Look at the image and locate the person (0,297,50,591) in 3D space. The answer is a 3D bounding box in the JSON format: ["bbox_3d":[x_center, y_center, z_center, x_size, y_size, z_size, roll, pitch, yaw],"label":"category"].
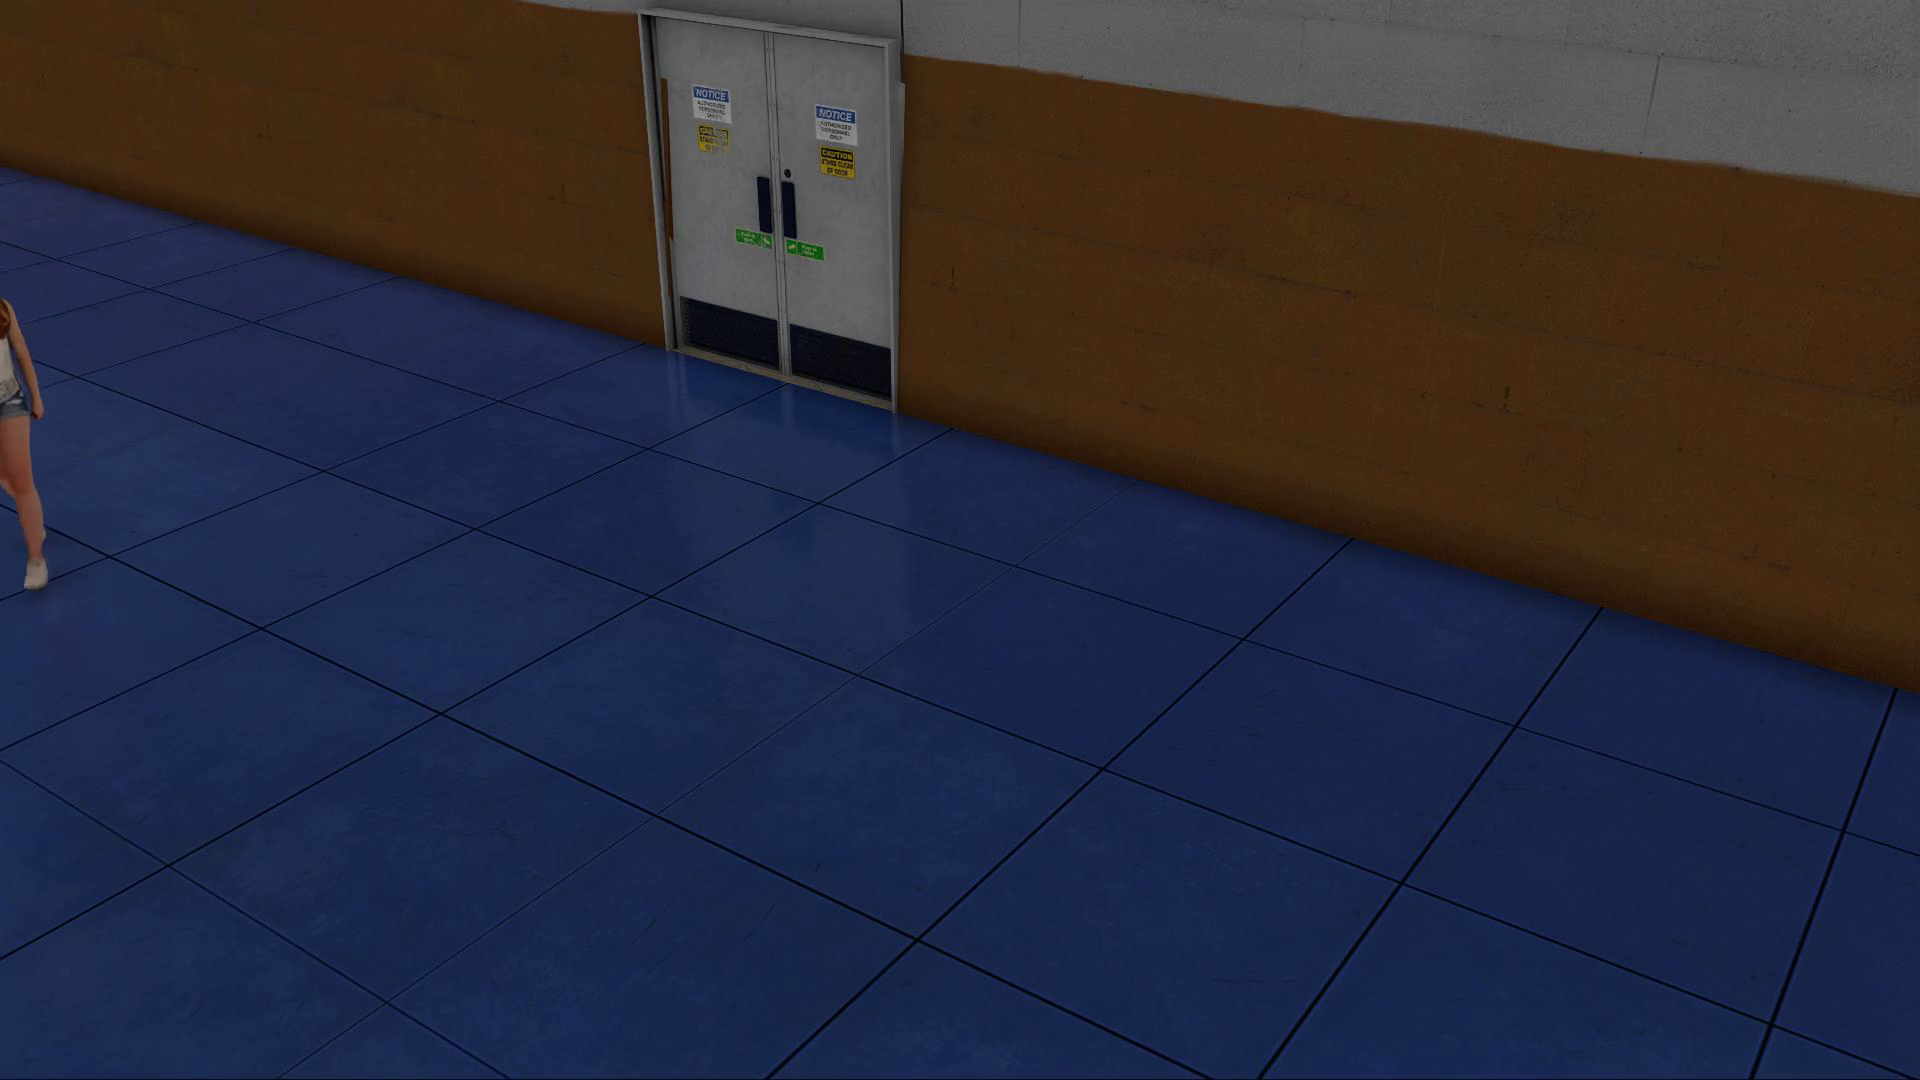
[{"bbox_3d":[-4.888,-0.670,8.429,1.117,1.719,1.056,-10,29,-19],"label":"person"}]
